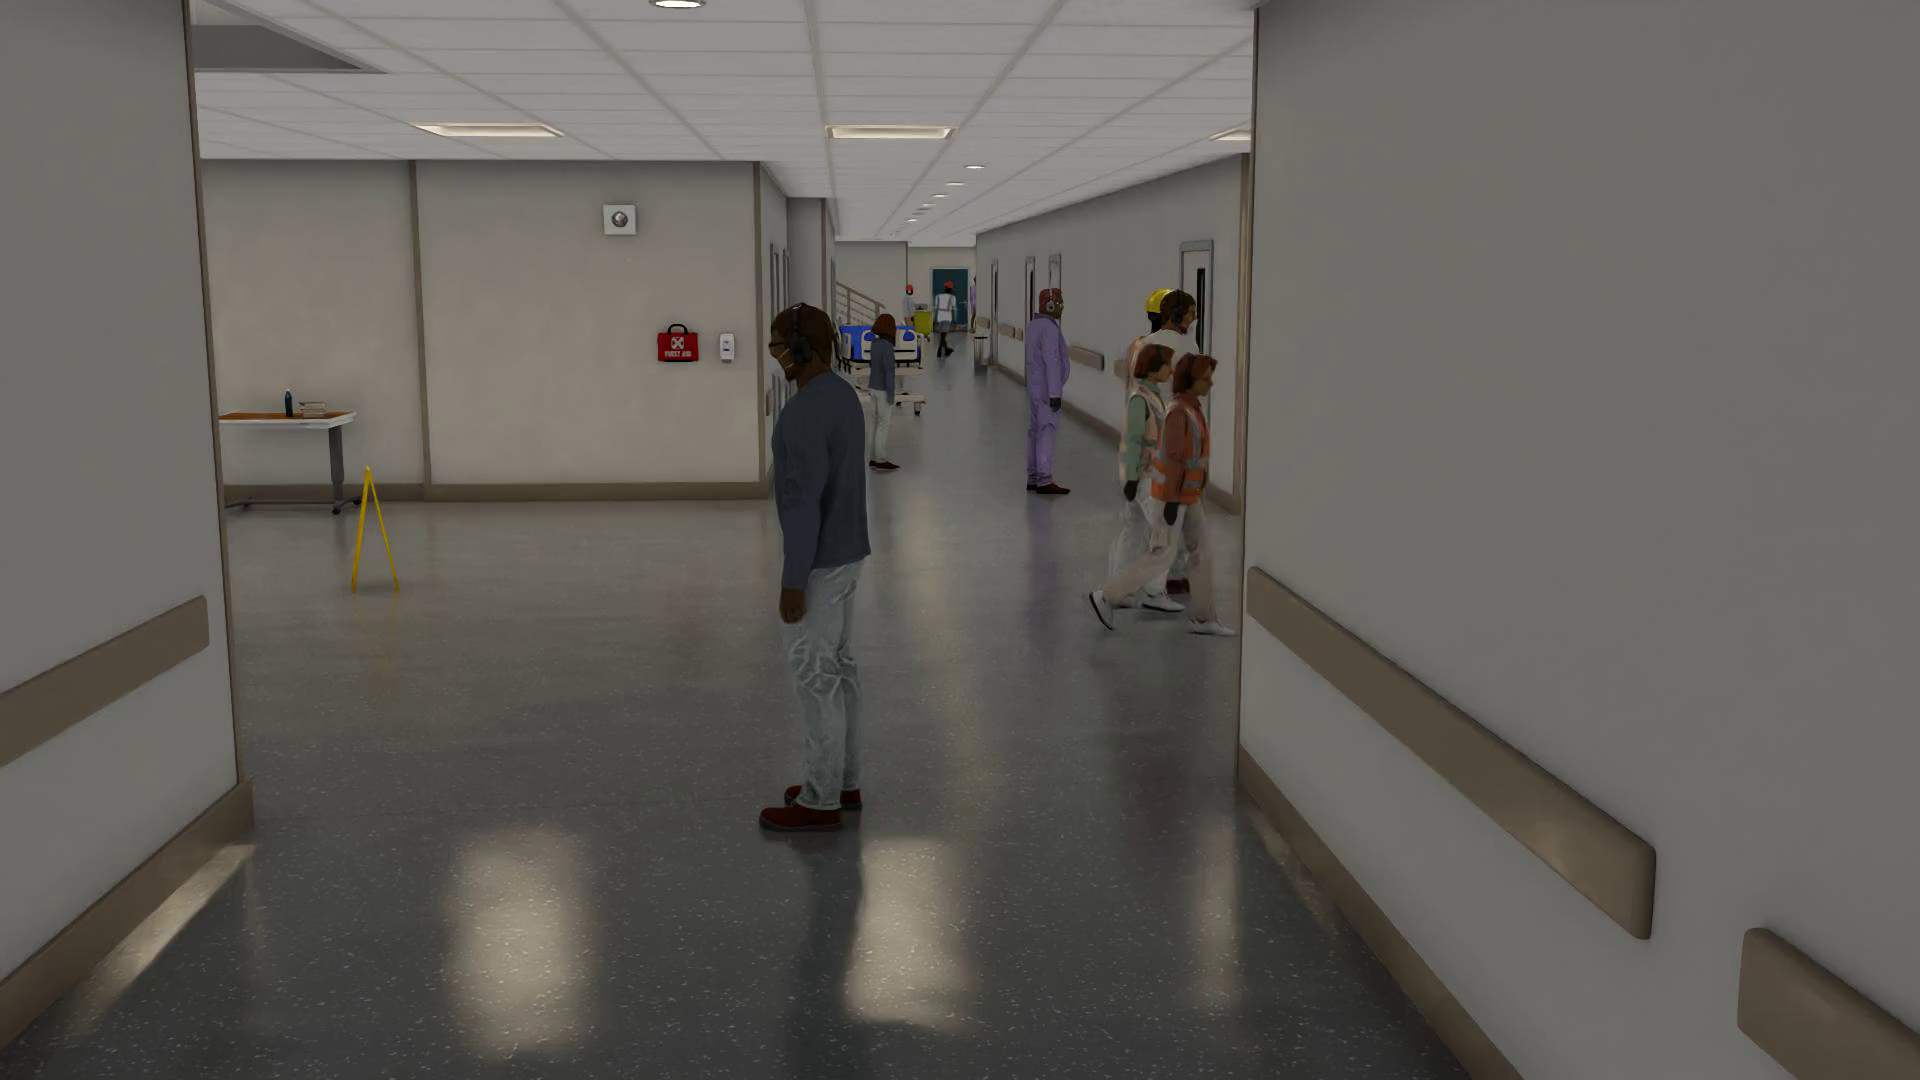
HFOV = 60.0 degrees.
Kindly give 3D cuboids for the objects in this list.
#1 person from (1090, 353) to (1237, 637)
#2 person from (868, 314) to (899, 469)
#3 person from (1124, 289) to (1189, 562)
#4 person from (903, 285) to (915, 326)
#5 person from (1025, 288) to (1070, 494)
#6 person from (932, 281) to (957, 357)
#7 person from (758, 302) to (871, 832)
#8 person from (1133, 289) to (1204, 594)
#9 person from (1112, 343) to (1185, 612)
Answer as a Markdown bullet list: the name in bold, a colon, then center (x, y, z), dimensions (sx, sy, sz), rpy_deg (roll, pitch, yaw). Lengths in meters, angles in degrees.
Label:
- **person**: center (1.150, -0.248, 9.285), dimensions (0.744, 1.604, 0.552), rpy_deg (3, 10, 20)
- **person**: center (-0.803, -1.551, 17.406), dimensions (0.281, 1.624, 0.495), rpy_deg (-4, 10, -24)
- **person**: center (1.397, -0.797, 11.715), dimensions (0.368, 1.928, 0.585), rpy_deg (-6, 11, -34)
- **person**: center (-1.448, -6.443, 47.704), dimensions (0.328, 1.752, 0.563), rpy_deg (-4, 10, -25)
- **person**: center (0.828, -1.387, 15.490), dimensions (0.402, 1.906, 0.652), rpy_deg (-2, 9, -14)
- **person**: center (-0.366, -5.508, 41.510), dimensions (0.602, 1.866, 0.995), rpy_deg (4, 10, 24)
- **person**: center (-0.527, 0.099, 6.108), dimensions (0.387, 1.928, 0.636), rpy_deg (1, 9, 9)
- **person**: center (1.343, -0.626, 10.625), dimensions (0.372, 1.935, 0.627), rpy_deg (-5, 10, -27)
- **person**: center (1.171, -0.367, 9.995), dimensions (0.594, 1.612, 0.517), rpy_deg (2, 9, 12)
